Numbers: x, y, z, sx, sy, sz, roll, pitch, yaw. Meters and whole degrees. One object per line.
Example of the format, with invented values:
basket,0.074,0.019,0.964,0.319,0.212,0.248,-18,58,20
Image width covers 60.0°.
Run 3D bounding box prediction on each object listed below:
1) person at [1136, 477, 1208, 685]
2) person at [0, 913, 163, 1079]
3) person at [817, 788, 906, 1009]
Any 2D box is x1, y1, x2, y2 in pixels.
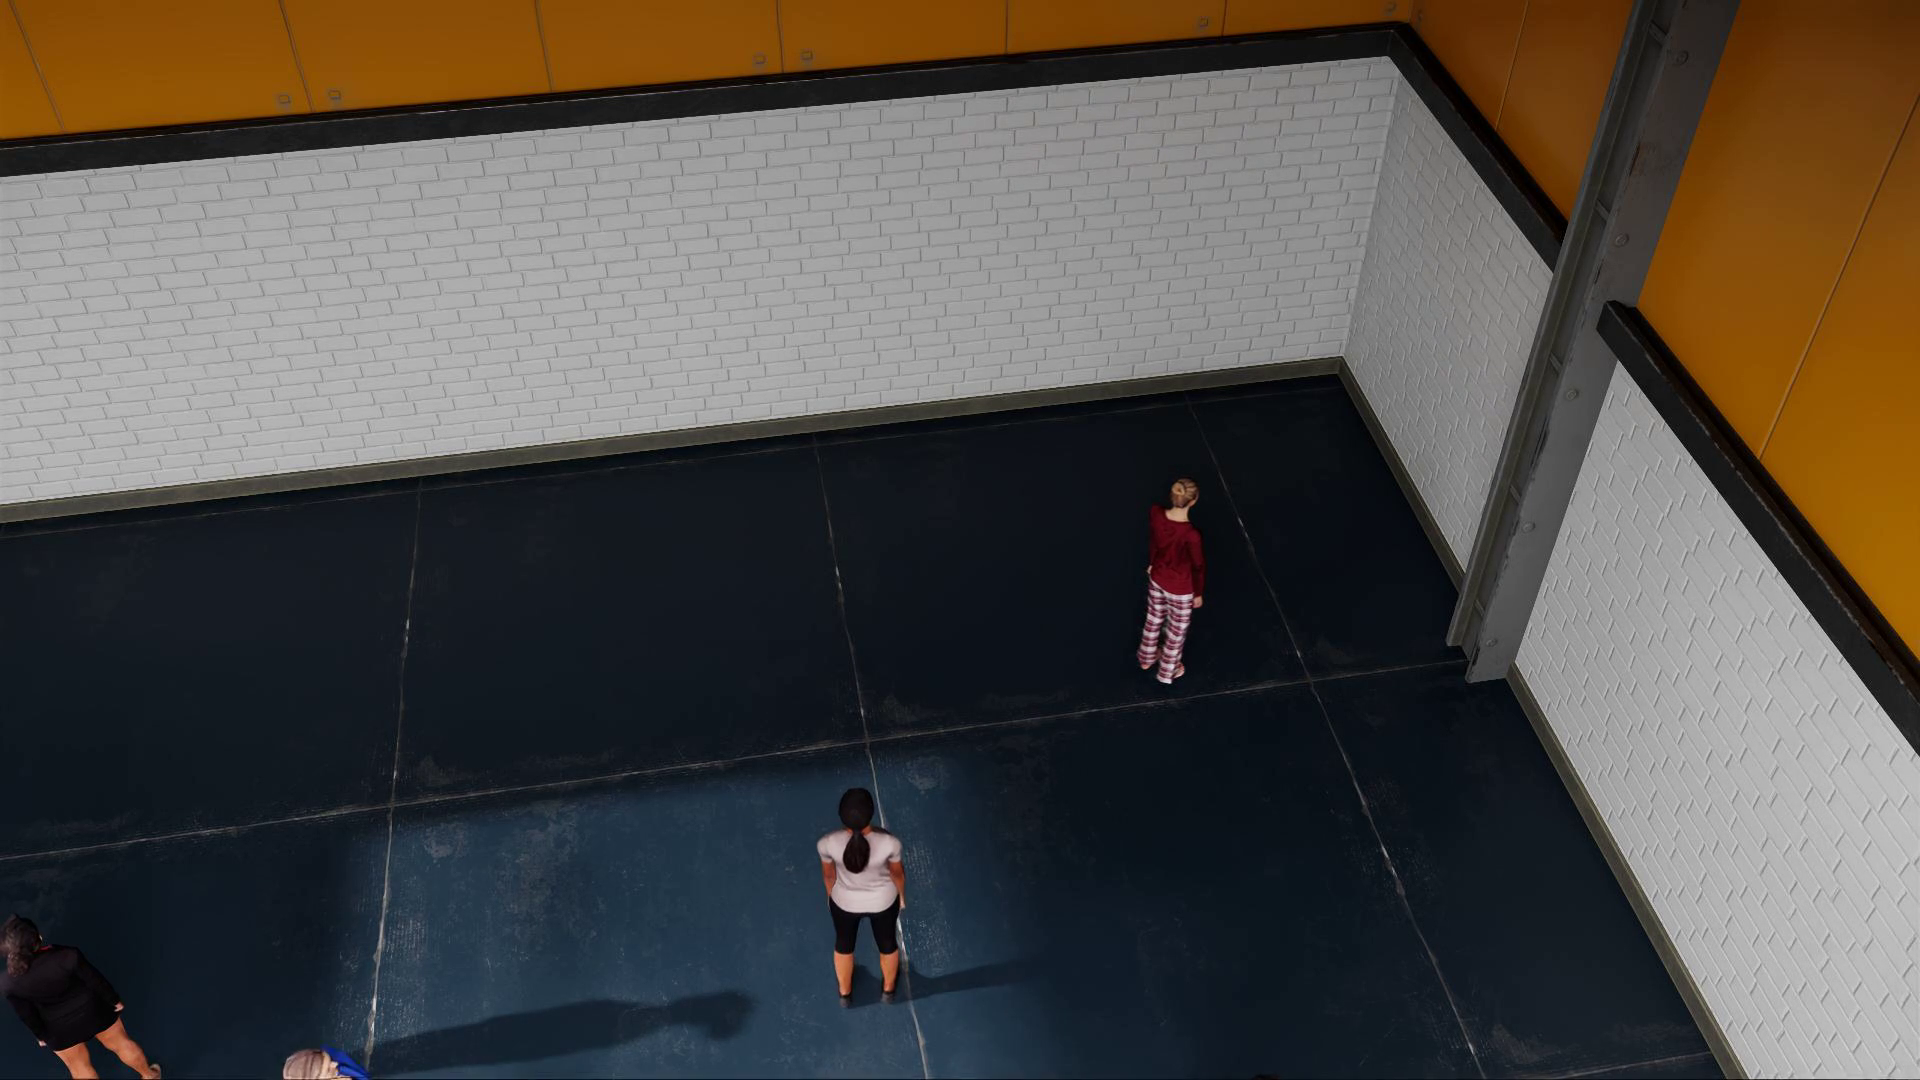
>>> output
person,1.368,0.251,10.654,0.732,1.700,0.606,-30,51,-28
person,-4.479,2.414,8.427,0.678,1.640,0.729,-24,49,-23
person,-0.511,1.923,8.867,0.623,1.744,0.571,-1,44,-1
